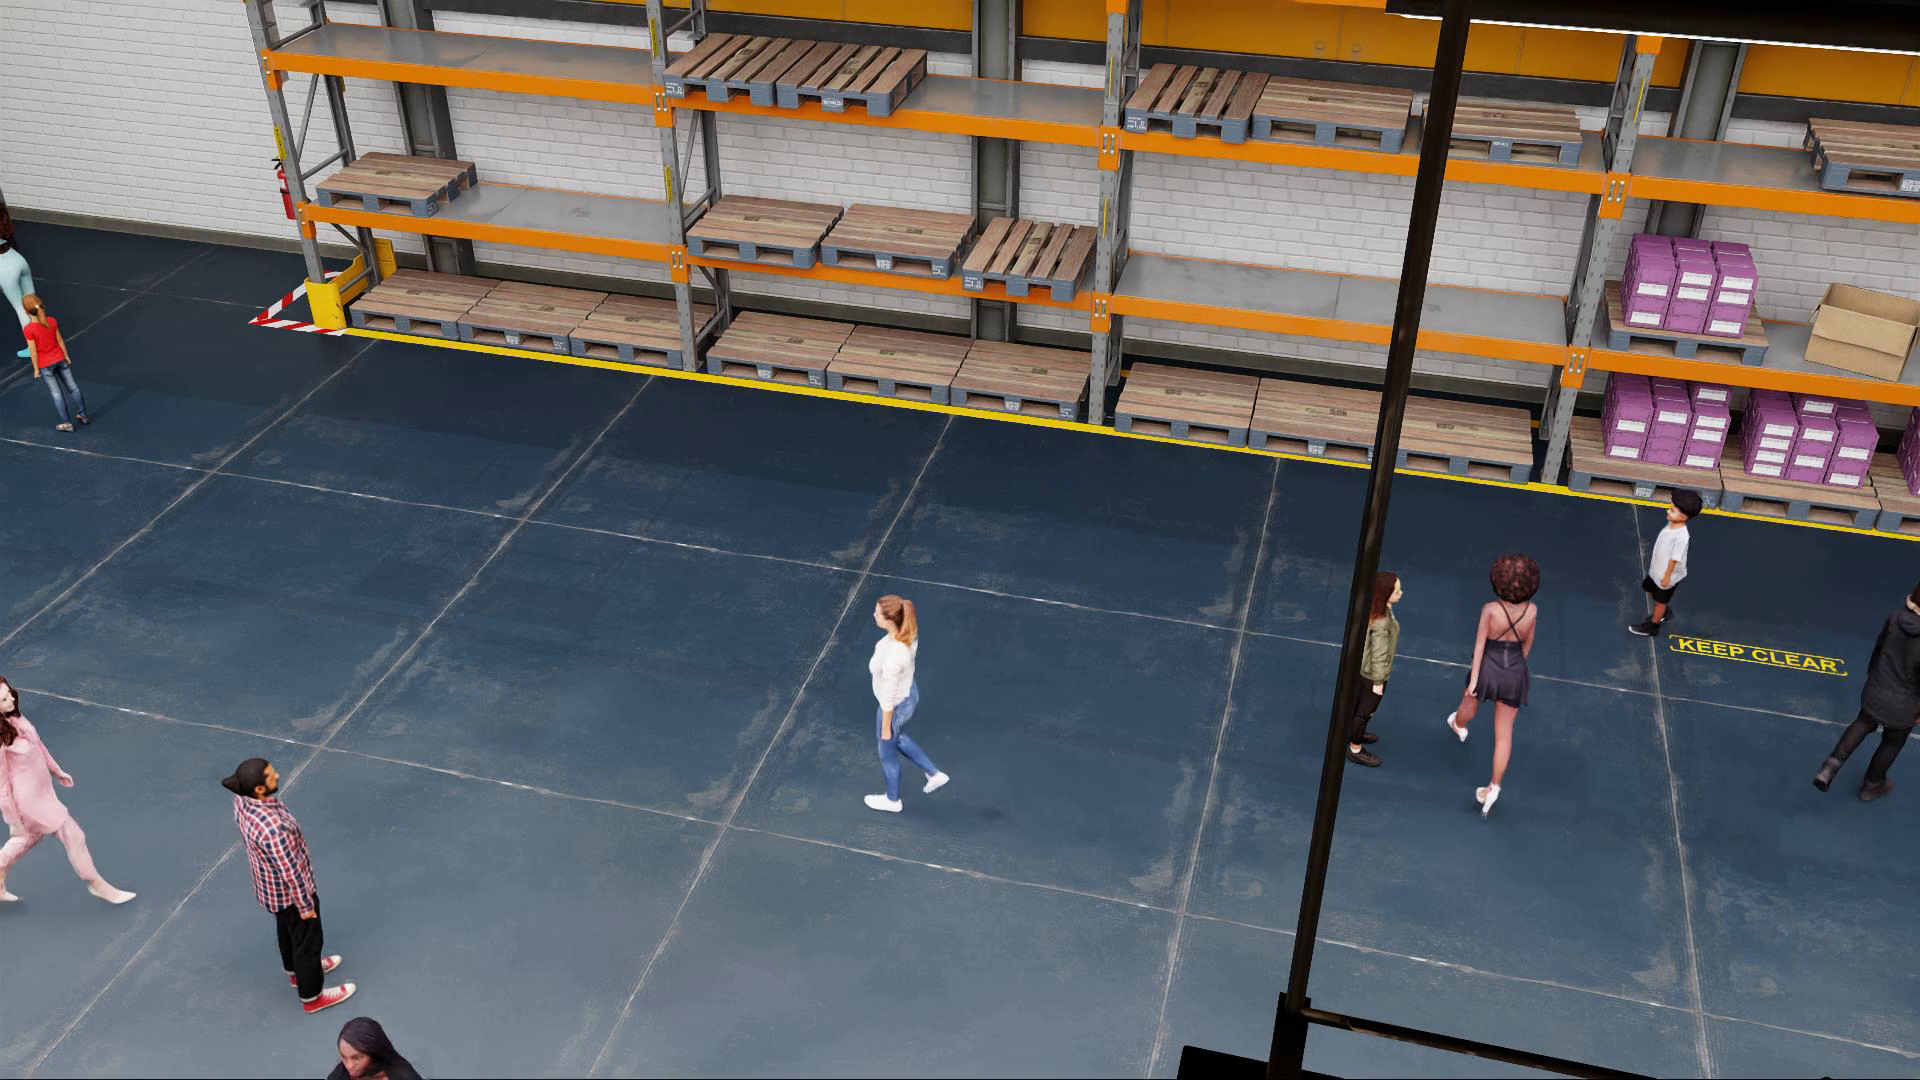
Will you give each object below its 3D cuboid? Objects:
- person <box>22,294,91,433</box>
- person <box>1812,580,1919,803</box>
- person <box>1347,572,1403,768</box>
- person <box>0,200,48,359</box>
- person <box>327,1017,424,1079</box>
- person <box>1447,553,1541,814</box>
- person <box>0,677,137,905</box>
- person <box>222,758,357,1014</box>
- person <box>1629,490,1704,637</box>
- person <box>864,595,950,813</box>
[{"bbox_3d":[-8.120,-1.587,14.877,0.547,1.309,0.542,19,38,26],"label":"person"},{"bbox_3d":[5.906,0.987,10.592,1.027,1.765,0.945,-15,36,-21],"label":"person"},{"bbox_3d":[2.751,0.834,11.084,0.548,1.475,0.605,4,34,6],"label":"person"},{"bbox_3d":[-9.136,-2.589,16.009,0.559,1.726,0.583,5,34,7],"label":"person"},{"bbox_3d":[-2.633,2.827,7.898,1.191,1.683,0.895,0,34,0],"label":"person"},{"bbox_3d":[3.465,0.966,10.657,1.118,1.730,0.822,0,34,0],"label":"person"},{"bbox_3d":[-5.558,1.526,9.785,1.211,1.762,0.976,-8,34,-12],"label":"person"},{"bbox_3d":[-3.752,1.896,9.232,0.836,1.759,0.726,-27,42,-35],"label":"person"},{"bbox_3d":[5.285,0.186,12.264,0.598,1.250,0.539,2,34,3],"label":"person"},{"bbox_3d":[-0.327,1.059,10.532,0.762,1.713,0.613,8,34,12],"label":"person"}]
